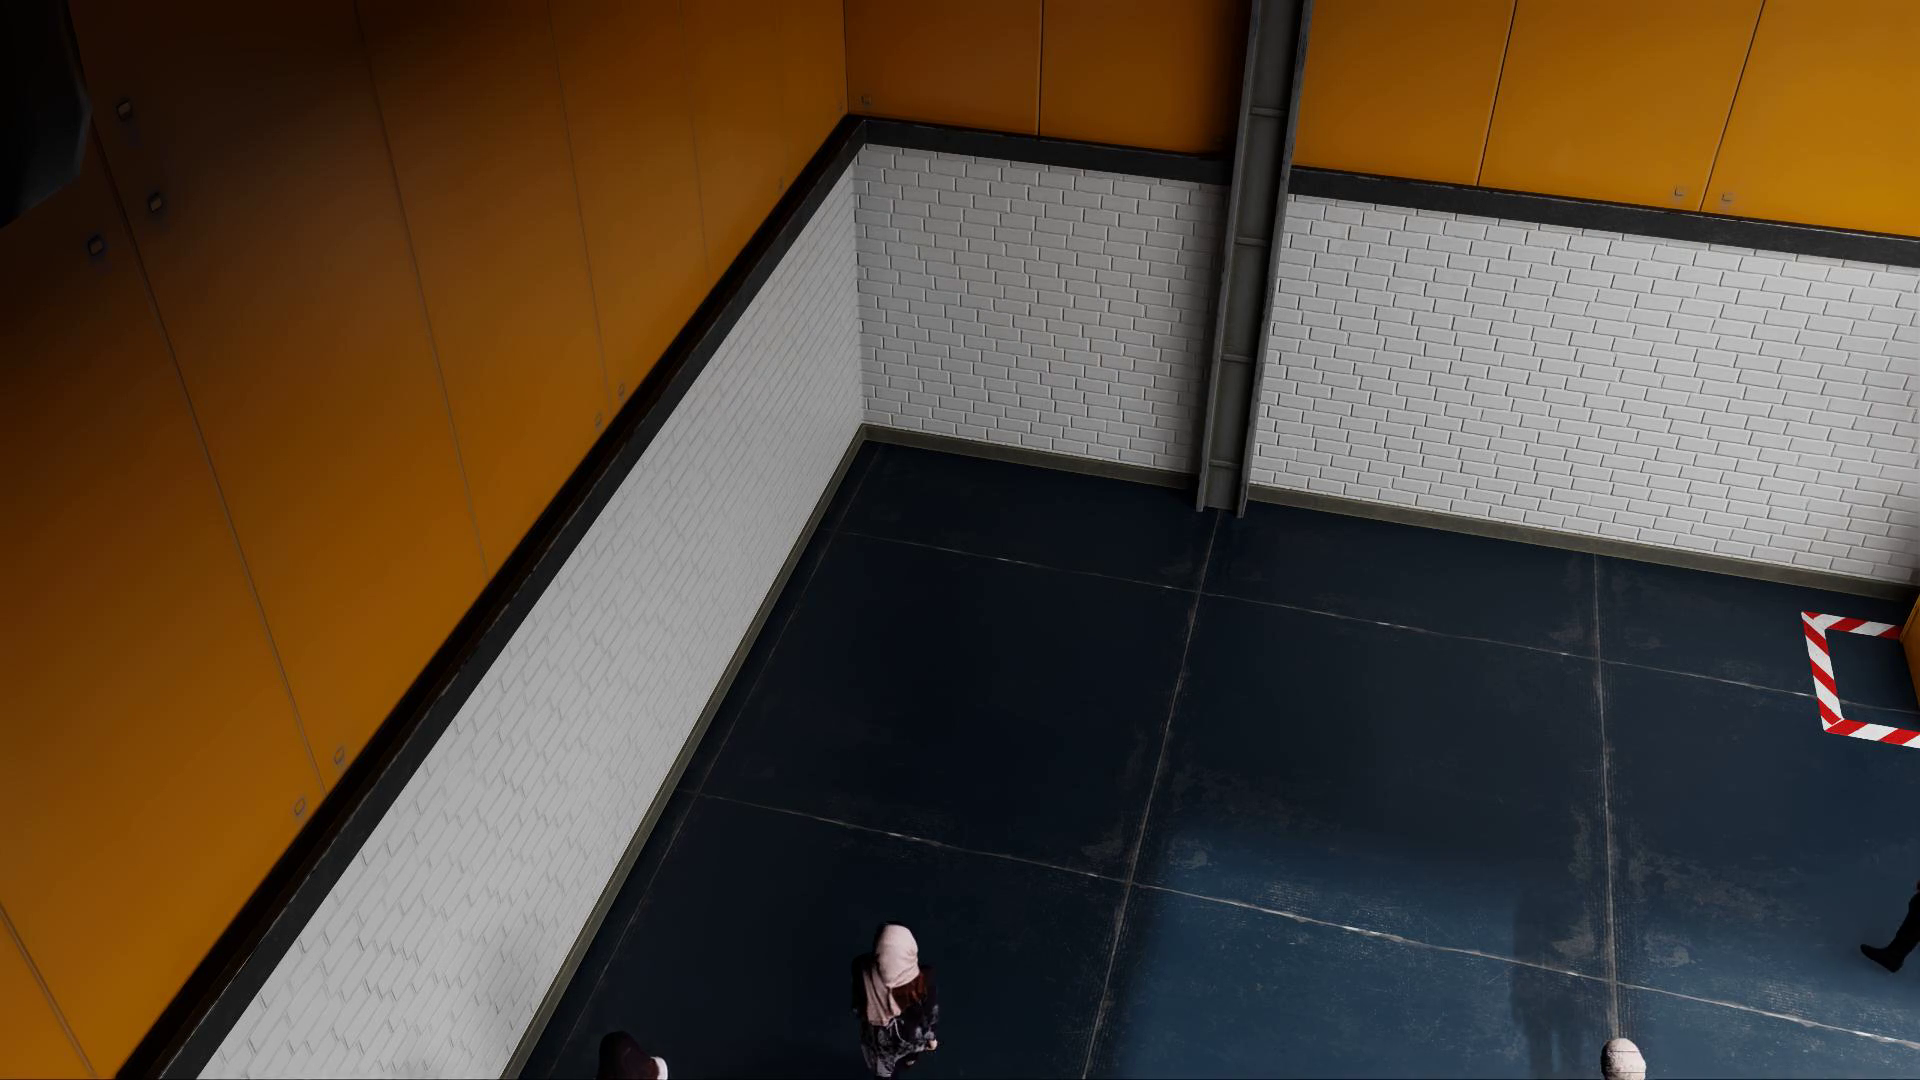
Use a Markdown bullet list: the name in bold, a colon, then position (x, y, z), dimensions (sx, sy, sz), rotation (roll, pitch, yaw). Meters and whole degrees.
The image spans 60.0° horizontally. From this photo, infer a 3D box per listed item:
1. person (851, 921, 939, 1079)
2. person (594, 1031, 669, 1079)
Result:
- **person**: position (-0.359, 2.684, 8.901), dimensions (1.085, 1.589, 0.850), rotation (2, 39, 3)
- **person**: position (-1.625, 3.026, 8.396), dimensions (0.678, 1.685, 0.720), rotation (-23, 44, -26)
